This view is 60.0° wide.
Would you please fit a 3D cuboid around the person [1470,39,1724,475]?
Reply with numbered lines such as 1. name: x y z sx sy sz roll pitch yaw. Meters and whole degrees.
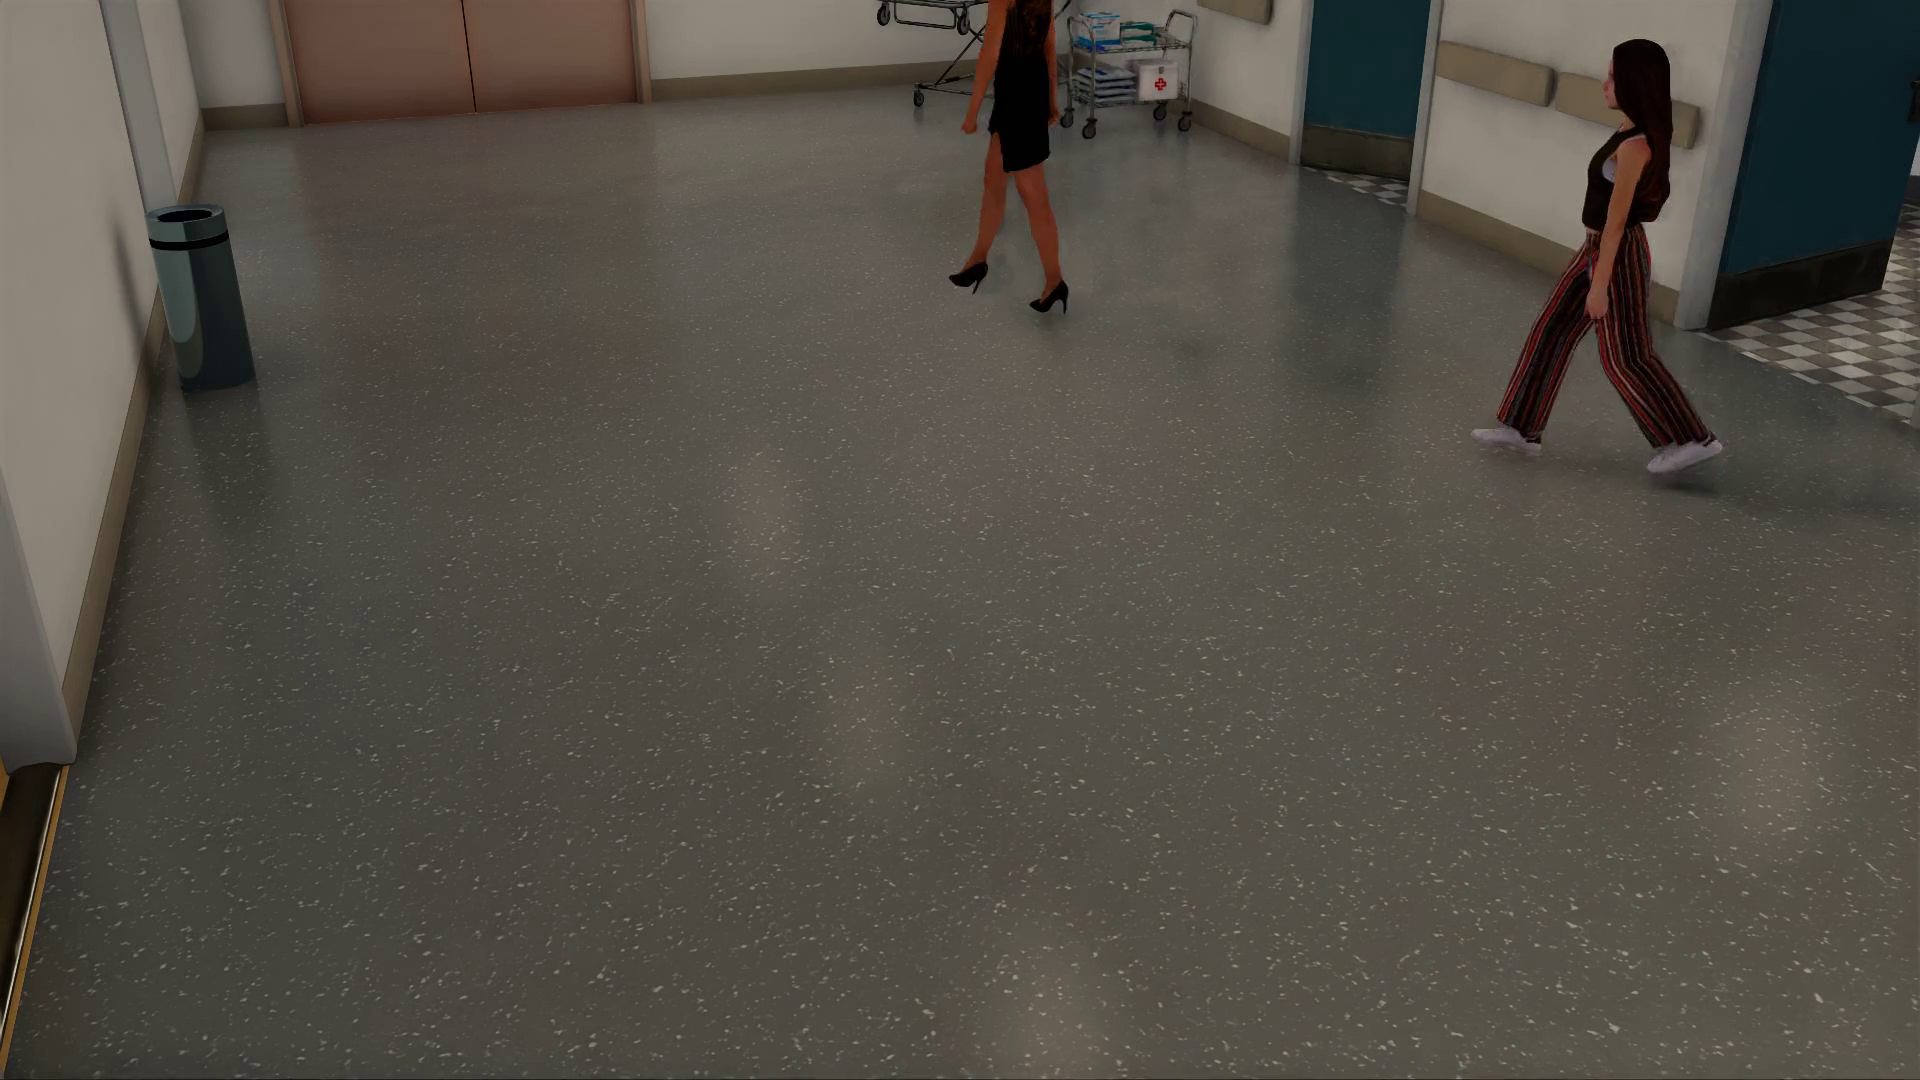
1. person: 2.375 -0.933 5.829 1.066 1.525 1.066 9 27 17

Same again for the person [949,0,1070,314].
1. person: 0.355 -1.870 7.440 1.012 1.813 0.904 16 30 30
